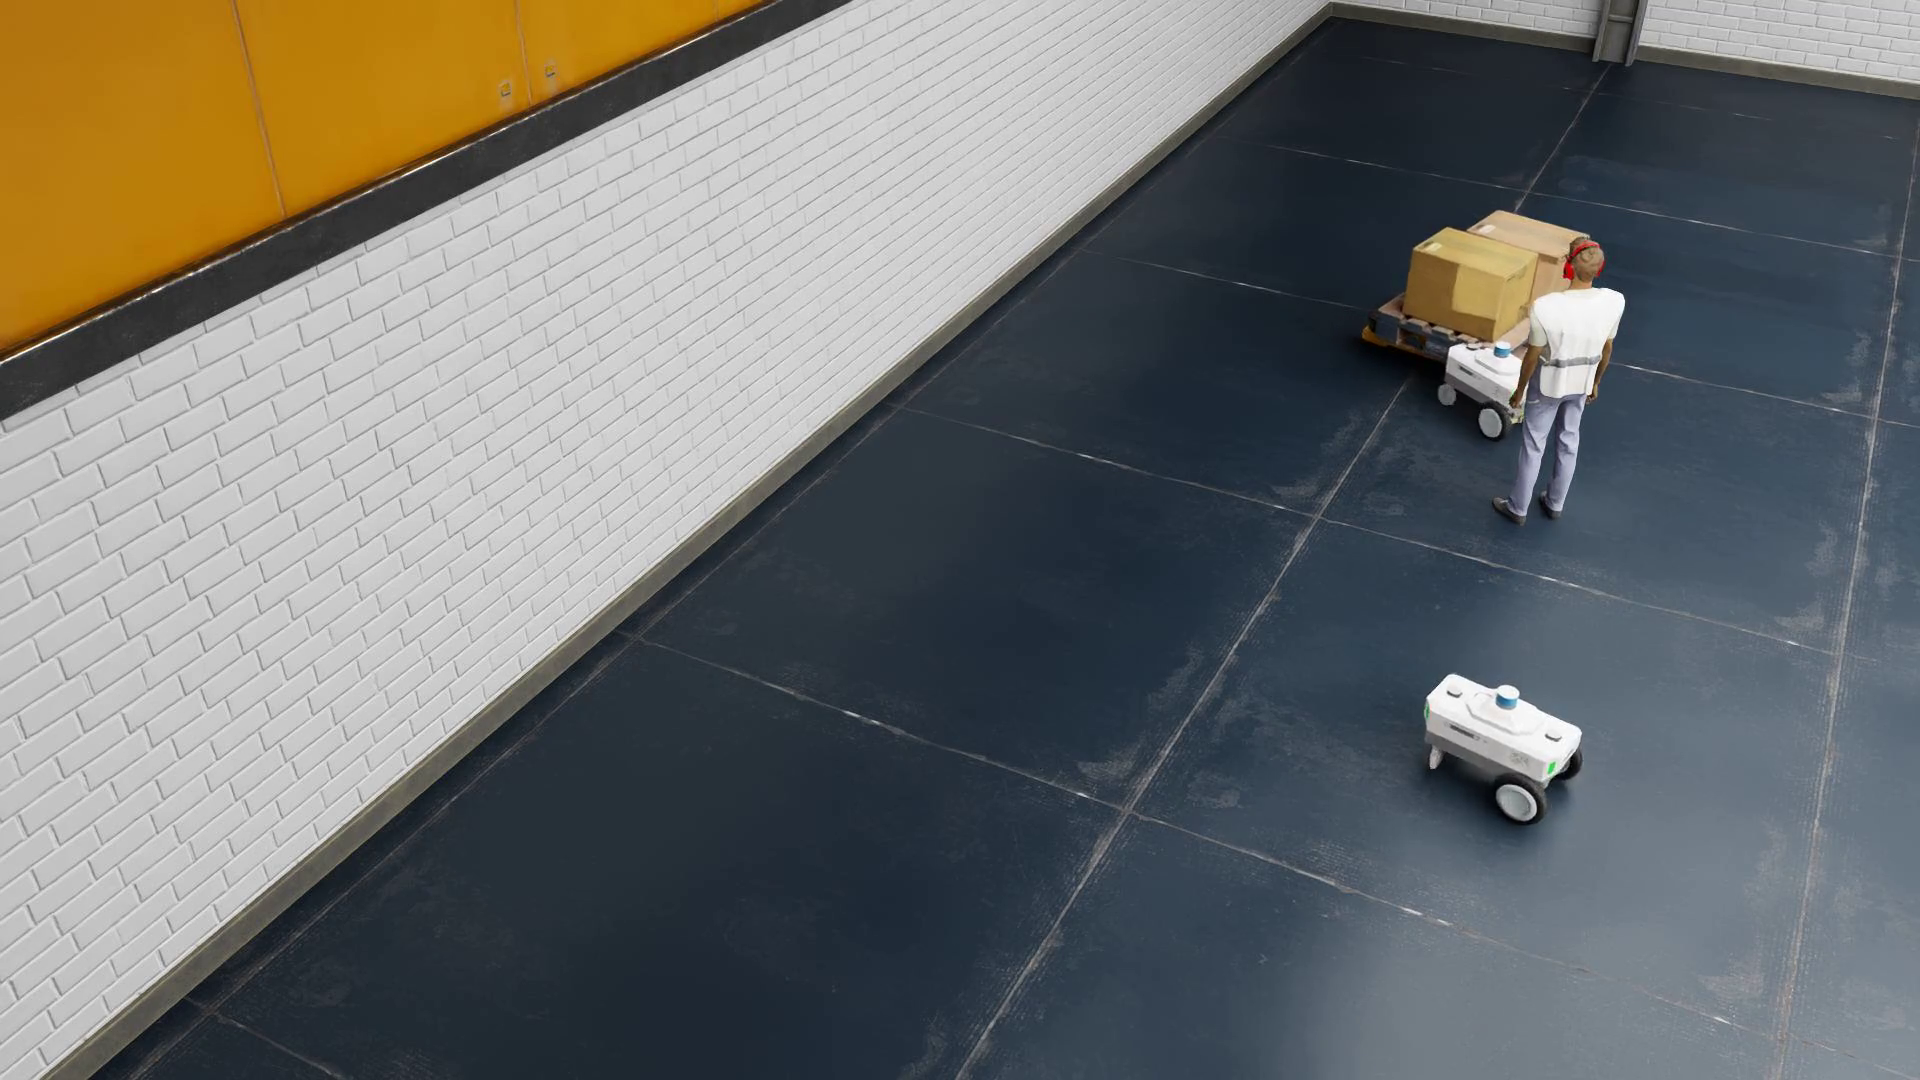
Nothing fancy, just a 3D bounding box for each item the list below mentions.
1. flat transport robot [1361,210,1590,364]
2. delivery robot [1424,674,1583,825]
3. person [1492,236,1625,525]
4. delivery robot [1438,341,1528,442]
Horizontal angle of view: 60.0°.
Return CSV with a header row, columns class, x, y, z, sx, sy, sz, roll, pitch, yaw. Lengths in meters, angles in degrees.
class,x,y,z,sx,sy,sz,roll,pitch,yaw
flat transport robot,3.729,-1.437,12.115,1.431,0.231,0.659,26,42,33
delivery robot,2.688,0.989,8.243,0.759,0.587,0.505,25,41,32
person,3.574,-0.915,9.922,0.565,1.849,0.390,-6,34,-9
delivery robot,3.637,-1.065,11.288,0.499,0.575,0.759,-17,38,-24
